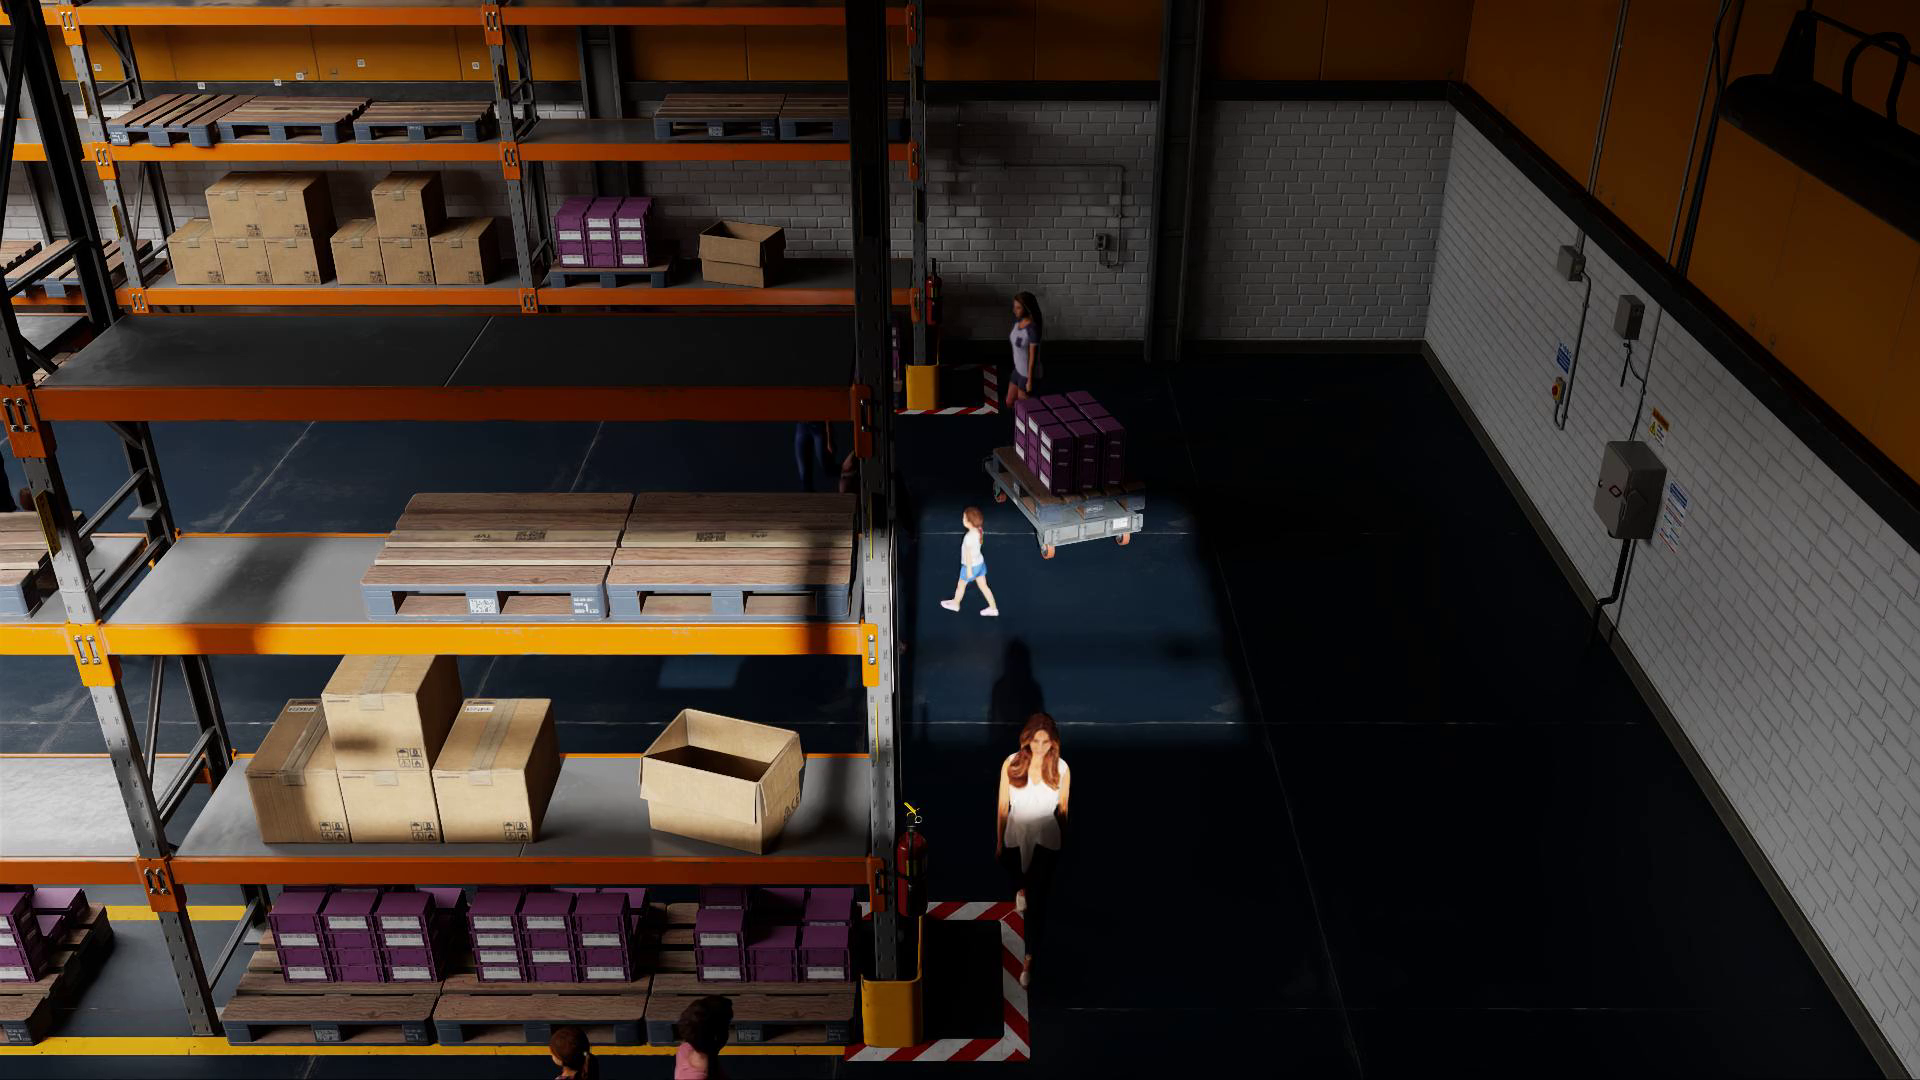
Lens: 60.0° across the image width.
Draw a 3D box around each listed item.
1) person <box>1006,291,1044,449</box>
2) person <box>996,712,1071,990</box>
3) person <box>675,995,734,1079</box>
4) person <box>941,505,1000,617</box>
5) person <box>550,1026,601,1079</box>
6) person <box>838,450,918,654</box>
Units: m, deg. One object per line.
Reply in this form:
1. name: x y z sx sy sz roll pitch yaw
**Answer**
1. person: 0.736 -1.625 16.206 0.786 1.709 0.737 -7 29 -12
2. person: 0.419 1.748 9.972 1.039 1.755 0.734 4 29 8
3. person: -1.245 2.935 7.615 1.035 1.929 0.859 -7 29 -12
4. person: 0.149 0.198 13.607 0.790 0.997 0.632 14 32 24
5. person: -1.873 2.932 8.274 0.563 1.305 0.574 6 29 11
6. person: -0.751 -0.053 13.230 1.263 1.798 1.167 24 37 37
